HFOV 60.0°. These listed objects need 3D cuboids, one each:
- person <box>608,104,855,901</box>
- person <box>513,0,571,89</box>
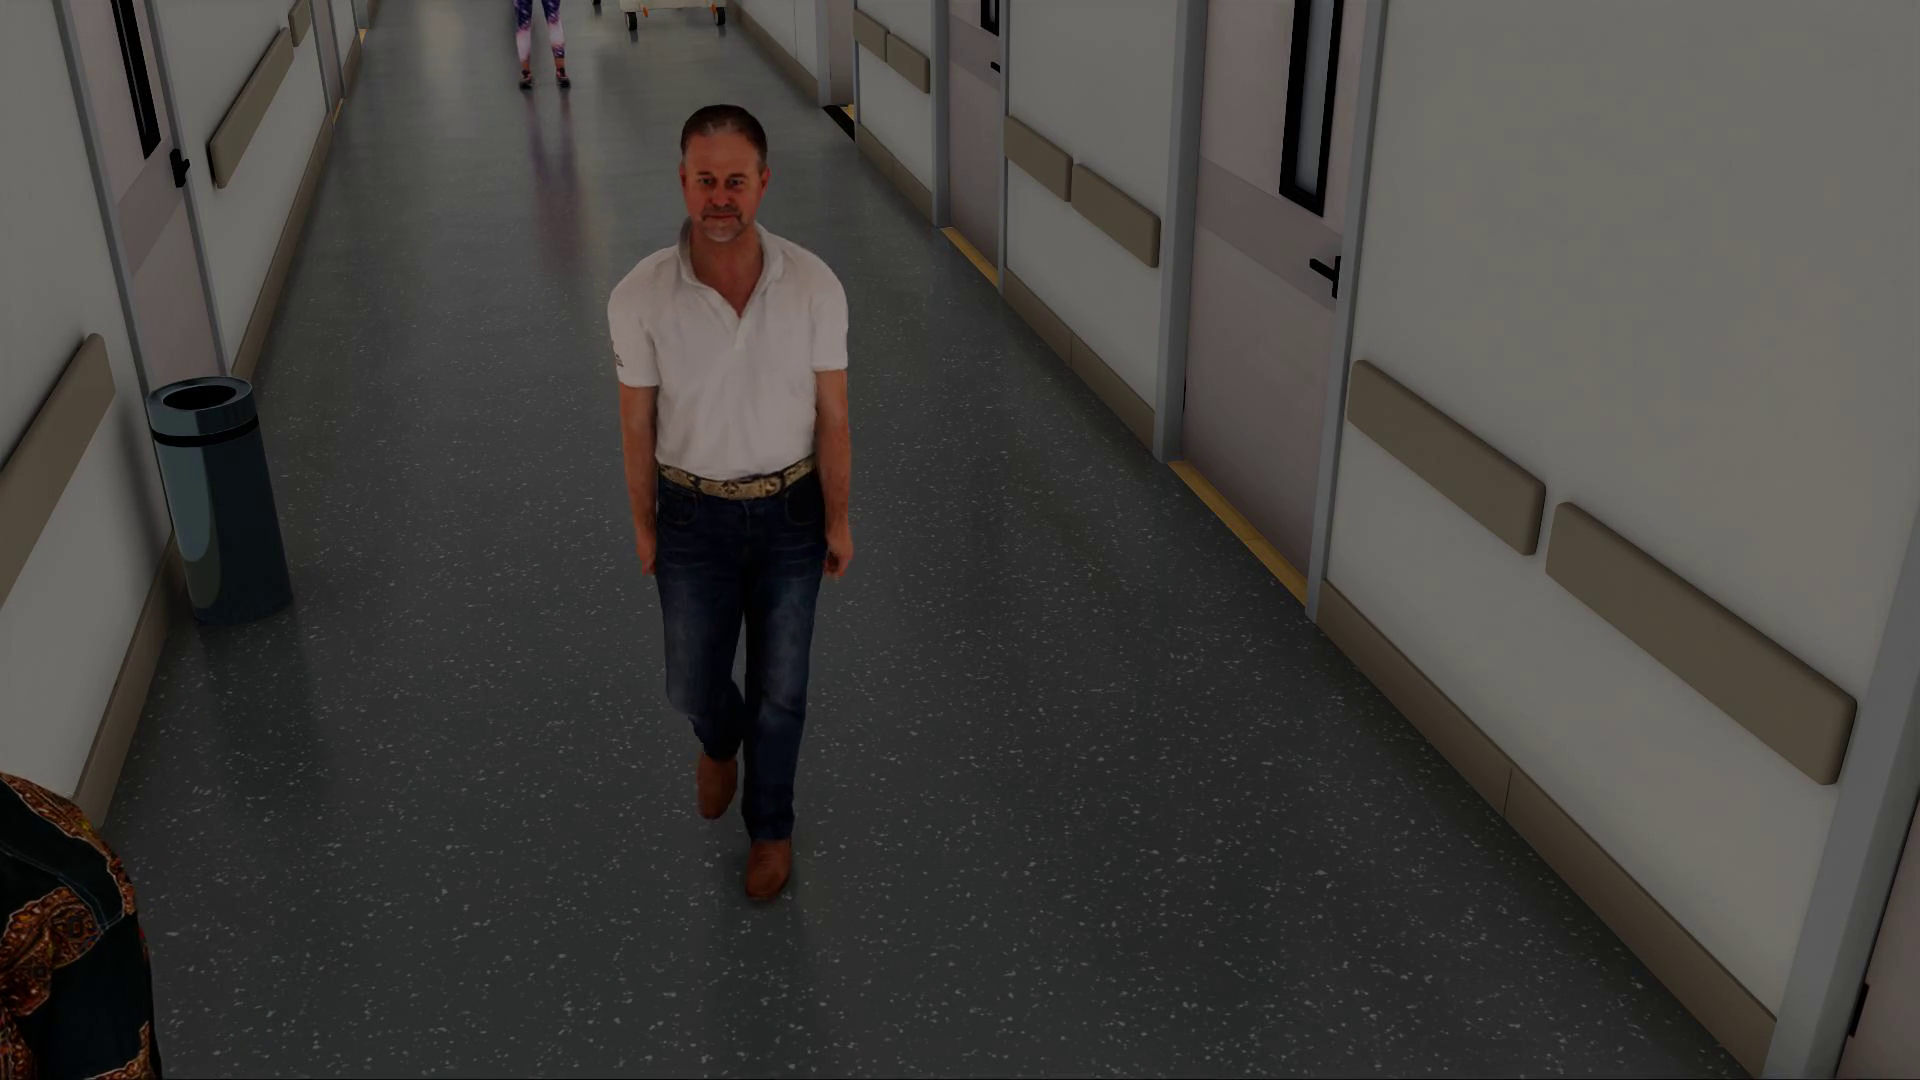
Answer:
[{"bbox_3d":[-0.485,-0.089,3.802,0.755,1.844,0.789,-2,26,-4],"label":"person"},{"bbox_3d":[-3.305,-4.425,12.881,0.448,1.767,0.633,-6,26,-12],"label":"person"}]
